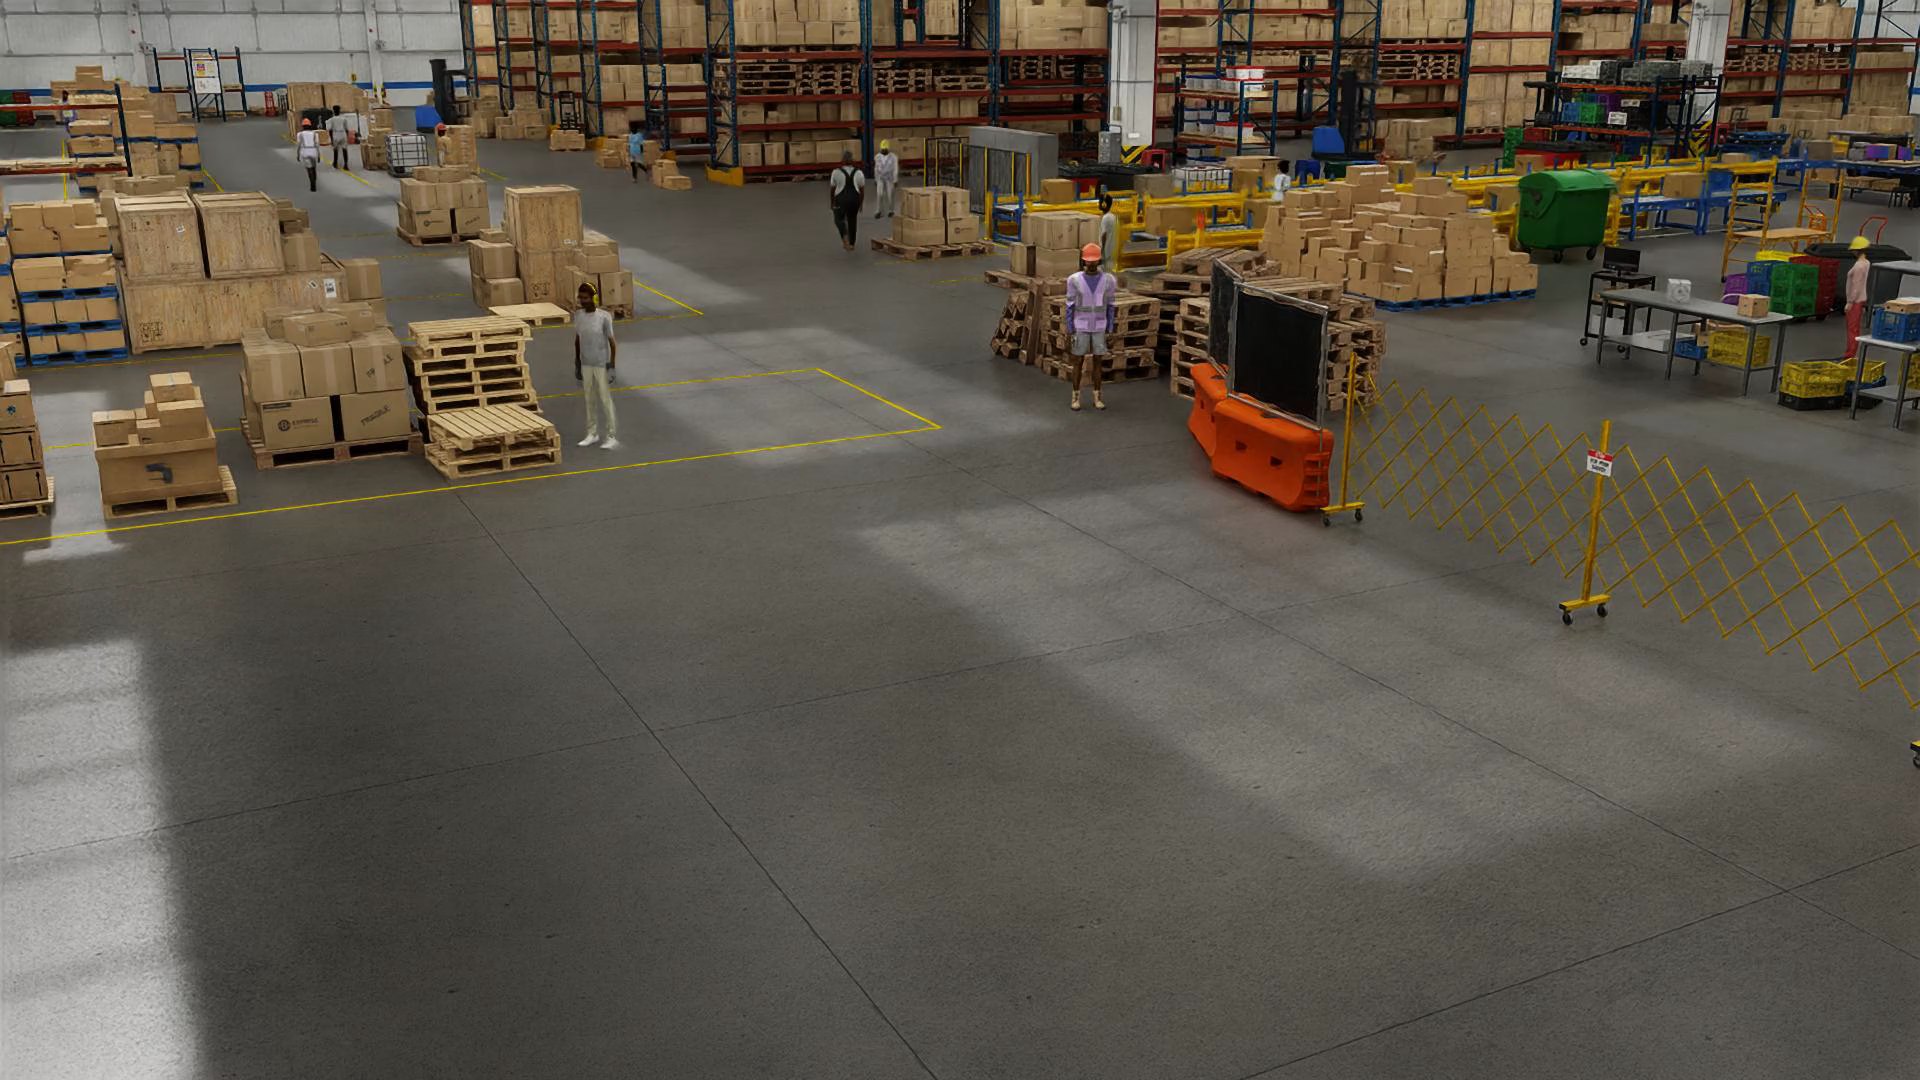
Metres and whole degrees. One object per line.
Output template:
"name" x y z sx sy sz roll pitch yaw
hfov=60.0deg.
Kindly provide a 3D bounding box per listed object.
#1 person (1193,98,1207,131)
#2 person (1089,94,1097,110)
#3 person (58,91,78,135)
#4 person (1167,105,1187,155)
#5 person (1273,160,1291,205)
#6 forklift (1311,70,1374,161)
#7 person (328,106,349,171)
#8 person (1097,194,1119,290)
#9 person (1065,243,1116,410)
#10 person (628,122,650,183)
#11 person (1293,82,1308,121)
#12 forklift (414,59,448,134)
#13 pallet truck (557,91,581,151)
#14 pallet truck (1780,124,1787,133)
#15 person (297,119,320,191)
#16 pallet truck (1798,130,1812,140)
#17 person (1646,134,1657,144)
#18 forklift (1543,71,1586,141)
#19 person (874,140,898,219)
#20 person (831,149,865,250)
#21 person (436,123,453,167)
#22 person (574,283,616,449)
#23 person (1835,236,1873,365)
"person" 8.855 -15.527 60.848 0.647 1.881 0.645 -2 18 -5
"person" 4.744 -15.356 60.411 0.949 1.850 0.661 13 22 35
"person" -32.055 -15.235 59.933 0.608 1.887 0.674 0 18 0
"person" 7.271 -13.610 55.293 0.993 1.621 0.516 4 18 12
"person" 6.833 -7.163 35.078 0.435 1.682 0.552 -8 19 -23
"forklift" 12.253 -13.450 52.765 1.873 2.768 1.129 8 19 24
"person" -18.760 -12.130 50.226 0.632 1.897 1.041 -12 21 -34
"person" 2.408 -4.724 27.223 0.484 1.853 0.545 5 18 15
"person" 1.588 -2.589 20.256 0.612 2.043 0.374 -1 18 -5
"person" -9.045 -10.860 46.617 0.542 1.682 0.529 12 21 33
"person" 13.802 -17.613 67.354 0.989 1.894 0.563 -5 18 -14
"forklift" -20.039 -17.113 64.184 1.873 2.768 1.129 0 18 1
"pallet truck" -13.495 -14.412 57.188 0.823 1.965 1.885 -3 18 -9
"pallet truck" 25.206 -12.542 52.601 1.601 1.201 0.680 0 18 -2
"person" -17.485 -10.350 44.710 0.559 1.896 0.989 -11 21 -32
"pallet truck" 25.526 -11.556 49.408 1.630 1.274 0.653 -9 20 -26
"person" 22.652 -13.247 54.190 0.746 1.605 0.502 -2 18 -5
"forklift" 18.685 -13.231 52.085 1.873 2.768 1.129 -9 20 -26
"person" -1.749 -8.379 38.708 0.618 1.784 0.922 4 18 13
"person" -2.274 -6.878 33.631 0.698 2.000 0.636 -6 19 -17
"person" -13.125 -9.624 42.359 0.376 1.936 0.549 4 18 13
"person" -4.068 -1.939 18.516 0.534 1.864 0.310 7 19 21
"person" 12.284 -3.283 22.867 0.313 1.768 0.522 13 22 35
